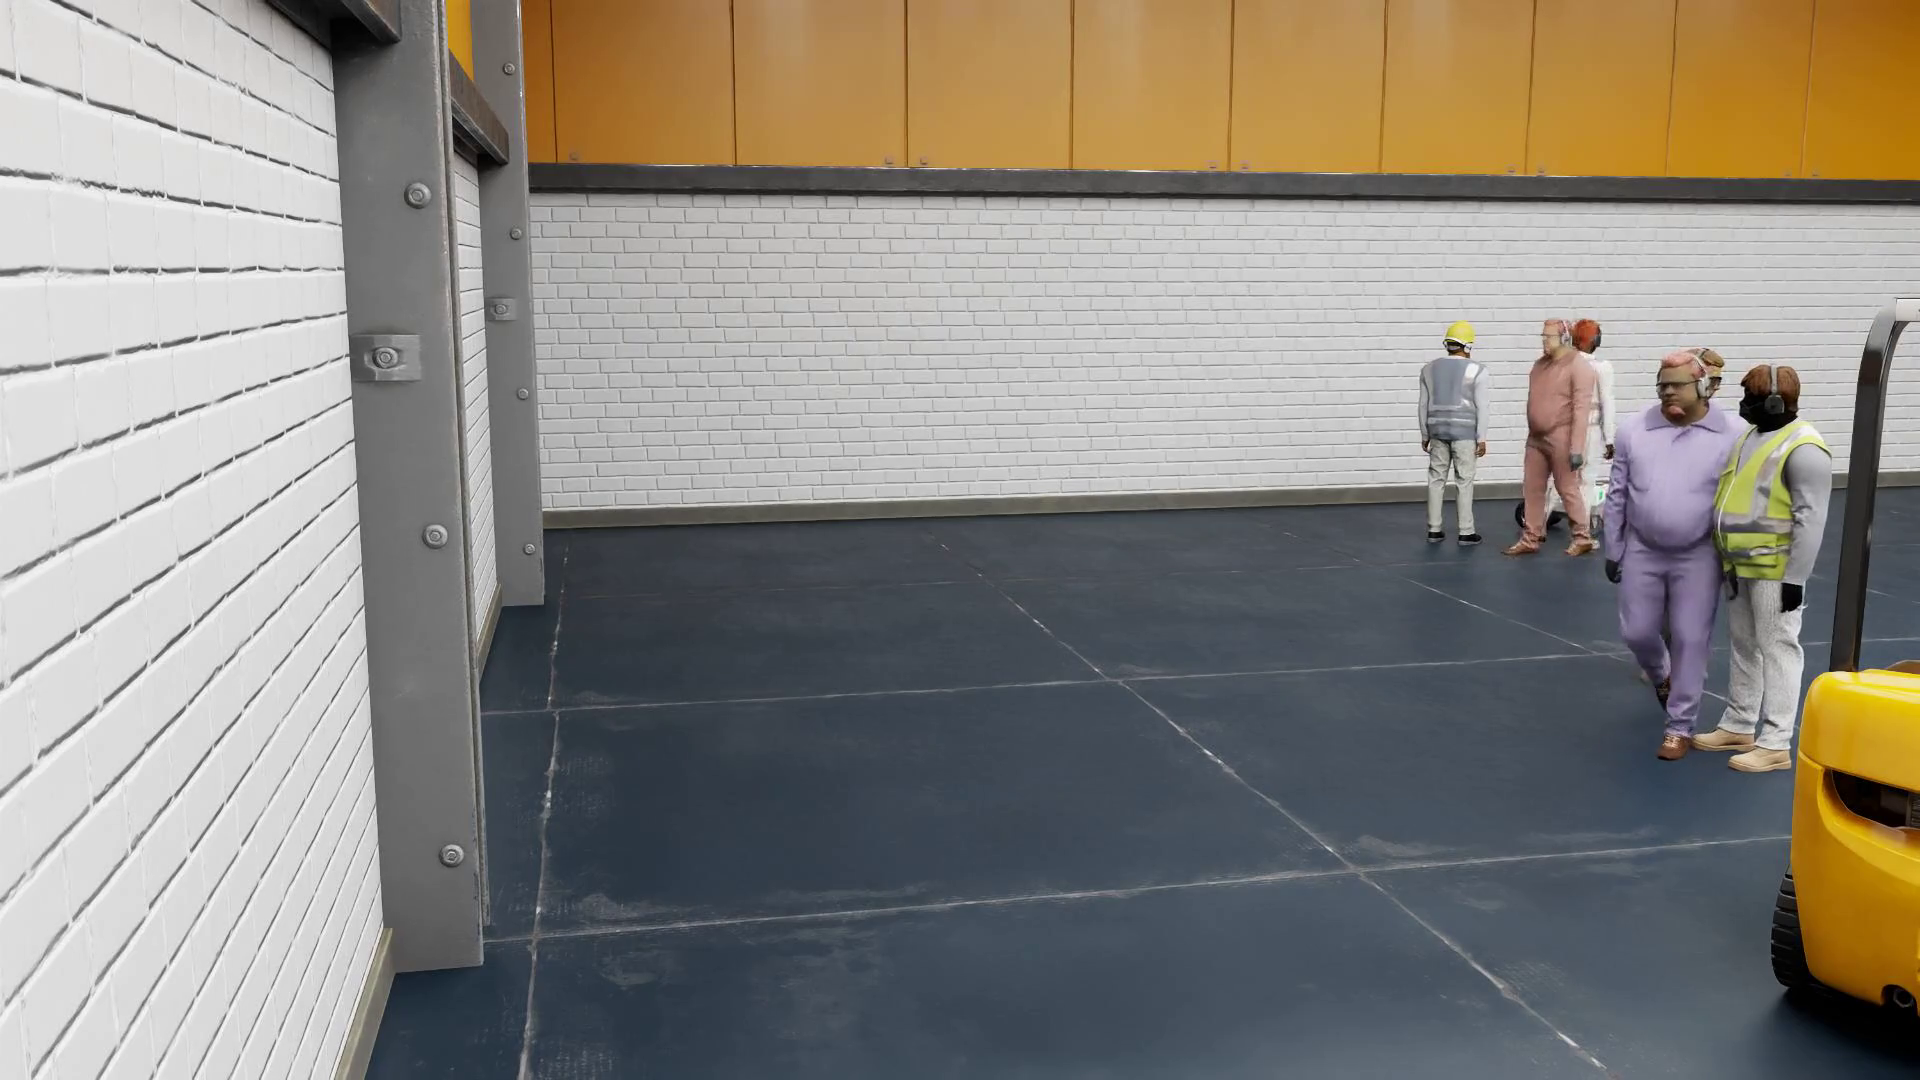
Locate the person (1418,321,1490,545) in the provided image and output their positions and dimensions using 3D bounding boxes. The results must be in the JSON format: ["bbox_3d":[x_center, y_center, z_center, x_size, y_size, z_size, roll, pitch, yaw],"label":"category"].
[{"bbox_3d":[4.056,-0.876,13.643,0.591,1.834,0.404,8,12,41],"label":"person"}]

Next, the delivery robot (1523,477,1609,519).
[{"bbox_3d":[5.232,-0.392,14.300,0.707,0.478,0.477,8,12,39],"label":"delivery robot"}]

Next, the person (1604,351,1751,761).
[{"bbox_3d":[3.391,0.048,7.851,0.657,1.889,0.685,6,11,34],"label":"person"}]

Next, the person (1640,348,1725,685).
[{"bbox_3d":[3.919,-0.120,9.022,0.345,1.840,0.504,8,12,39],"label":"person"}]

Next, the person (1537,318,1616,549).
[{"bbox_3d":[4.888,-0.832,13.292,0.563,1.869,0.583,-6,11,-31],"label":"person"}]

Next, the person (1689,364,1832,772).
[{"bbox_3d":[3.634,0.124,7.538,0.430,1.841,0.624,0,9,-2],"label":"person"}]

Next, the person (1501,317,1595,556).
[{"bbox_3d":[4.666,-0.787,13.028,0.551,1.927,0.668,-3,10,-20],"label":"person"}]

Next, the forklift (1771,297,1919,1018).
[{"bbox_3d":[3.542,0.334,5.177,2.313,2.155,1.214,-9,13,-43],"label":"forklift"}]
